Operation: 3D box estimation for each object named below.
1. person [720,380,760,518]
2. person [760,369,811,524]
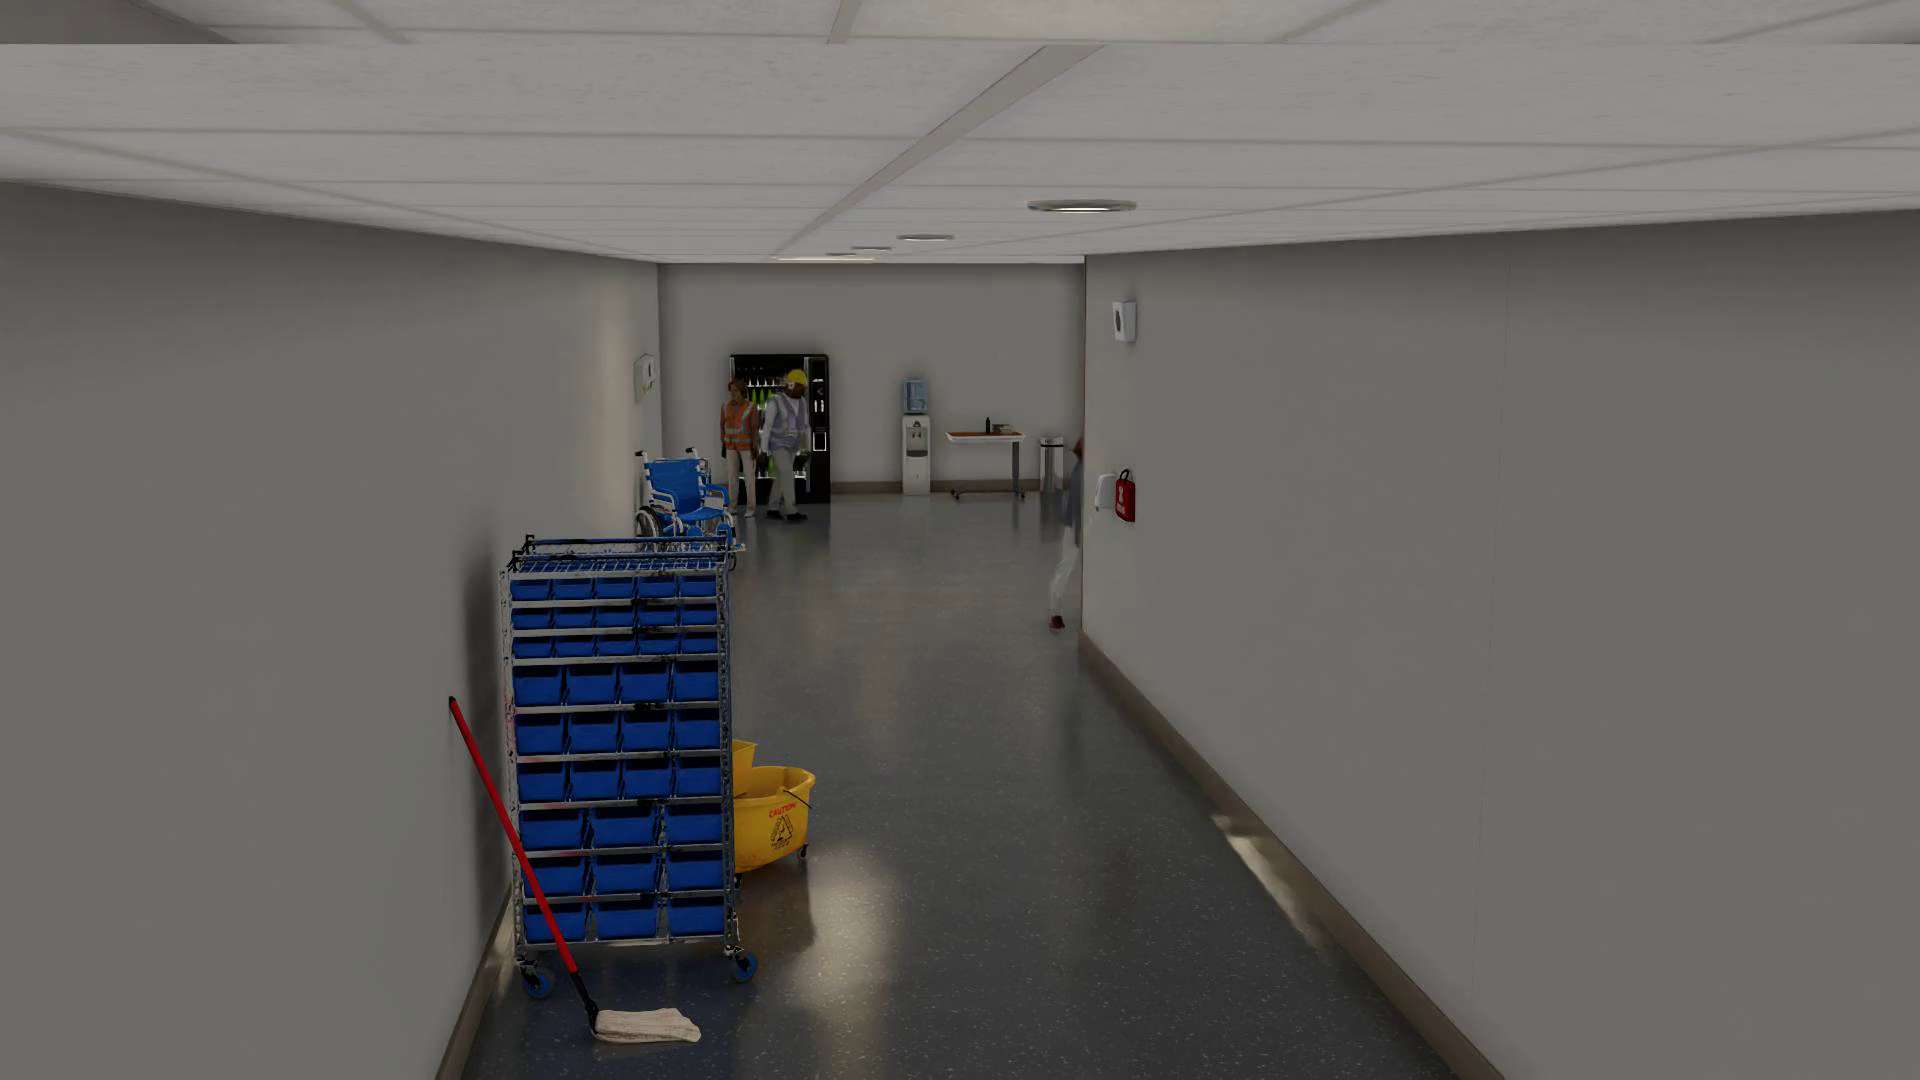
[{"bbox_3d":[-2.609,-1.084,19.729,0.515,1.641,0.315,4,10,23],"label":"person"},{"bbox_3d":[-1.989,-1.084,19.270,0.831,1.780,0.614,6,11,34],"label":"person"}]
